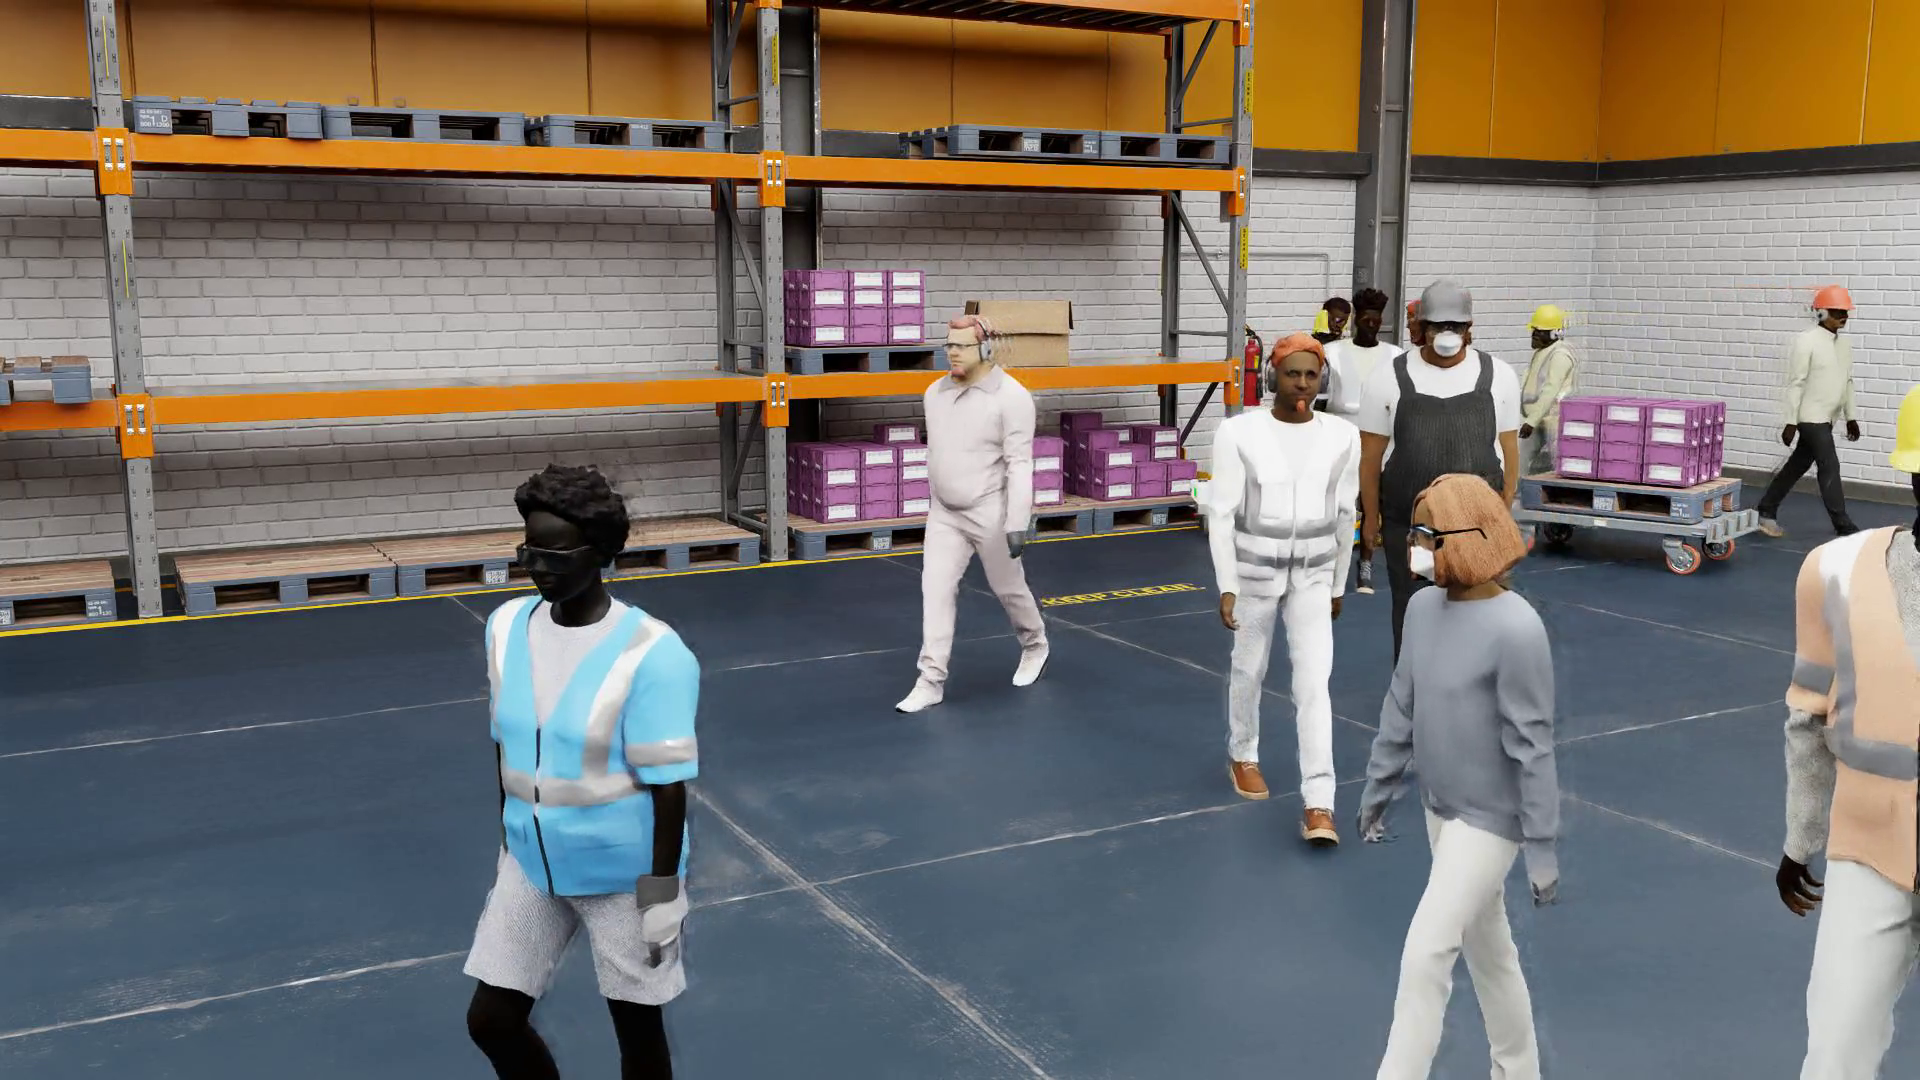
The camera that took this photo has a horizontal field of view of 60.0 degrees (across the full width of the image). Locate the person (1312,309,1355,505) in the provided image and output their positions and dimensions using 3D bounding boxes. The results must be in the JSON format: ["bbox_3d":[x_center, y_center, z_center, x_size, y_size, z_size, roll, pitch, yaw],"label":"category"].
[{"bbox_3d":[2.653,-0.805,12.168,0.885,1.781,0.620,-8,12,-41],"label":"person"}]

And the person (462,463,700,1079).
[{"bbox_3d":[-0.781,0.682,3.377,0.559,1.677,0.489,5,10,26],"label":"person"}]

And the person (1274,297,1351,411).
[{"bbox_3d":[2.657,-0.854,12.238,0.627,1.863,0.952,4,10,25],"label":"person"}]

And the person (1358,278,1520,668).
[{"bbox_3d":[2.125,-0.154,7.417,0.705,2.000,0.536,2,10,12],"label":"person"}]

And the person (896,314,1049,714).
[{"bbox_3d":[0.109,-0.152,7.978,0.652,1.860,1.009,6,11,34],"label":"person"}]

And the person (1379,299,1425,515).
[{"bbox_3d":[3.701,-0.969,13.044,1.000,1.835,0.663,5,11,28],"label":"person"}]

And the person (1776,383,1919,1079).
[{"bbox_3d":[1.824,0.624,3.145,0.616,1.876,0.958,9,13,43],"label":"person"}]

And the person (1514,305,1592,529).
[{"bbox_3d":[4.586,-0.952,13.089,0.912,1.774,0.593,0,9,-1],"label":"person"}]

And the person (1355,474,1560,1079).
[{"bbox_3d":[1.056,0.652,3.808,0.774,1.598,0.533,-2,10,-11],"label":"person"}]

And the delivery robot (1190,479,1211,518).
[{"bbox_3d":[2.130,-0.350,12.846,0.707,0.478,0.477,1,9,4],"label":"delivery robot"}]

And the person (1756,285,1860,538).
[{"bbox_3d":[6.439,-0.929,12.480,0.624,1.945,1.058,-7,11,-35],"label":"person"}]

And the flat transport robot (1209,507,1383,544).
[{"bbox_3d":[2.603,-0.076,12.321,1.431,0.197,0.652,-6,11,-32],"label":"flat transport robot"}]

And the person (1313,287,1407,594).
[{"bbox_3d":[2.556,-0.642,10.659,0.636,1.947,0.492,2,9,10],"label":"person"}]

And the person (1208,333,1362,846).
[{"bbox_3d":[1.197,0.154,6.190,0.581,1.837,0.973,0,9,-2],"label":"person"}]
